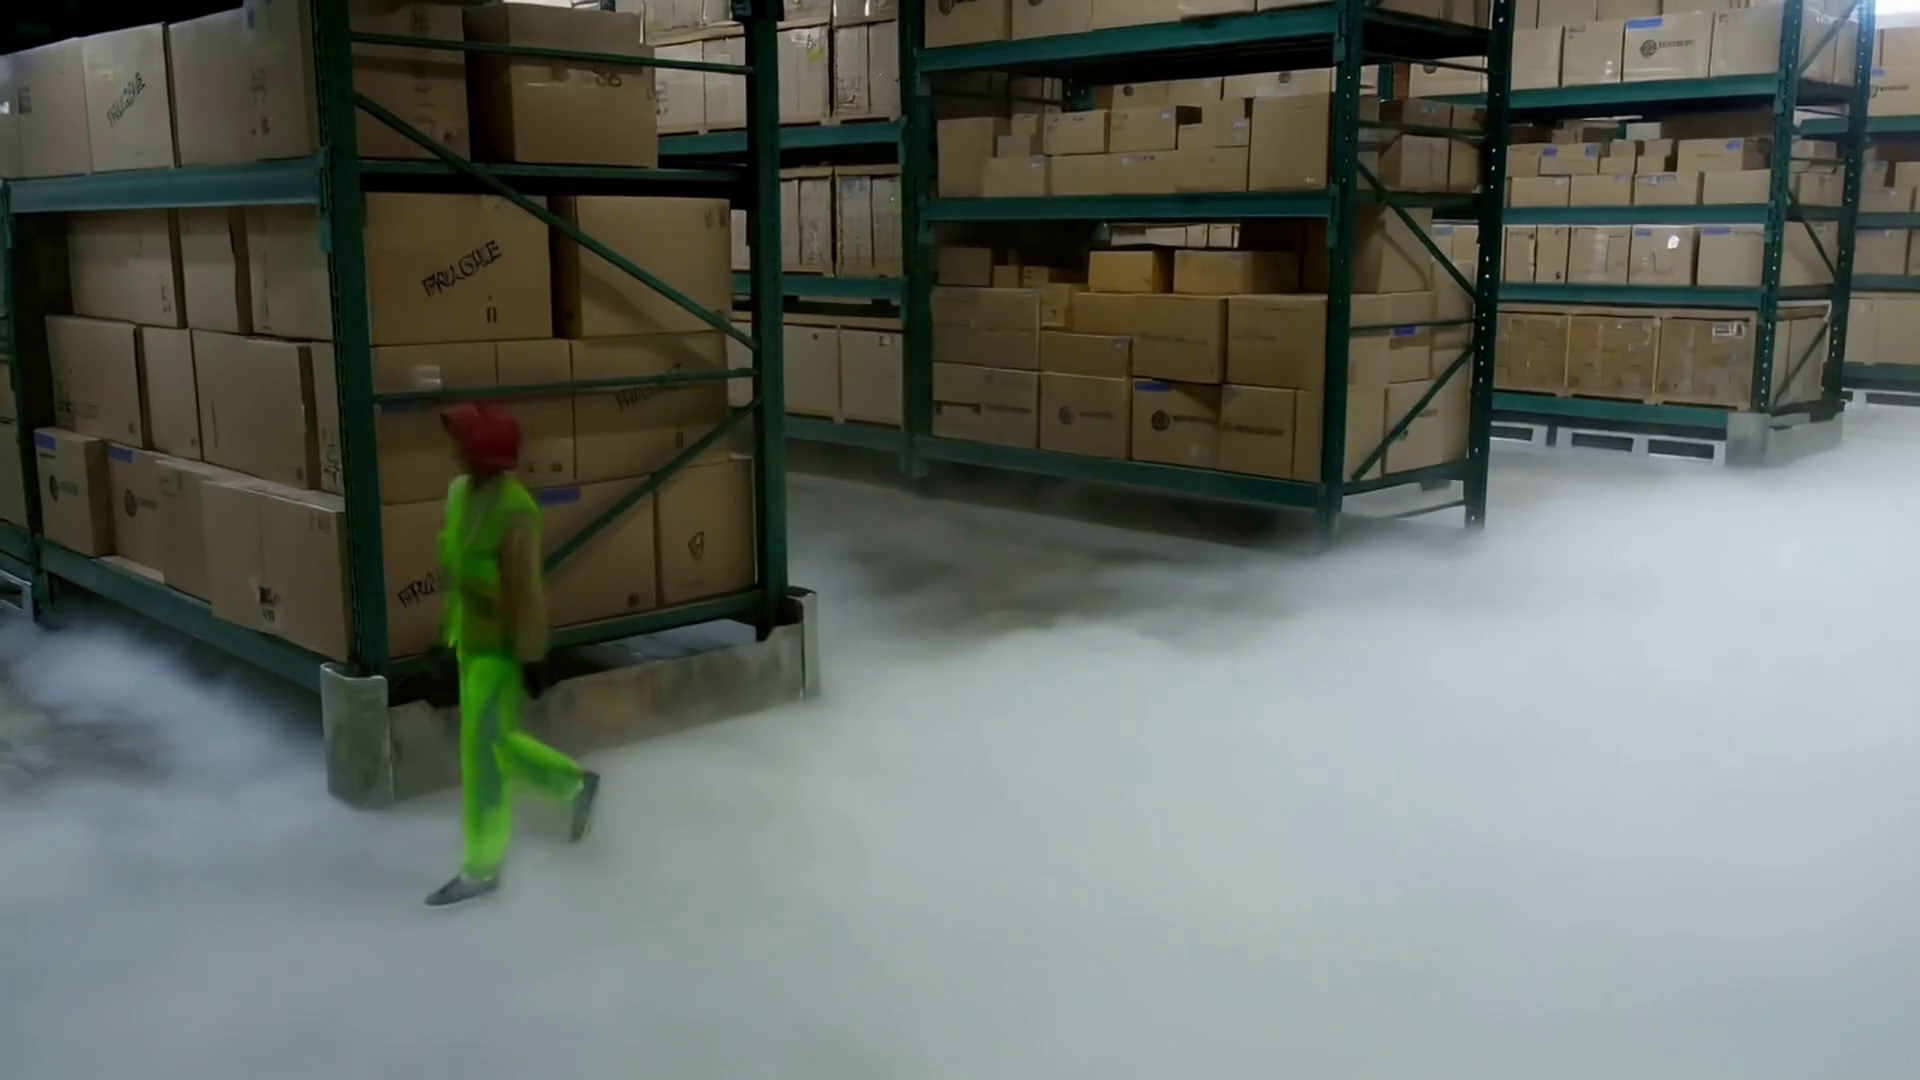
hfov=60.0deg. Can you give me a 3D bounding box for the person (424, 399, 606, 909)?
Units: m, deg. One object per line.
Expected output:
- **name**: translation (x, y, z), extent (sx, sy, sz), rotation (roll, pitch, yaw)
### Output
- **person**: translation (-1.473, 0.338, 5.449), extent (0.660, 1.617, 0.527), rotation (-8, 13, -38)

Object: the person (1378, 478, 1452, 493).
- **person**: translation (3.638, -1.267, 13.742), extent (0.598, 1.784, 0.923), rotation (-7, 13, -34)
